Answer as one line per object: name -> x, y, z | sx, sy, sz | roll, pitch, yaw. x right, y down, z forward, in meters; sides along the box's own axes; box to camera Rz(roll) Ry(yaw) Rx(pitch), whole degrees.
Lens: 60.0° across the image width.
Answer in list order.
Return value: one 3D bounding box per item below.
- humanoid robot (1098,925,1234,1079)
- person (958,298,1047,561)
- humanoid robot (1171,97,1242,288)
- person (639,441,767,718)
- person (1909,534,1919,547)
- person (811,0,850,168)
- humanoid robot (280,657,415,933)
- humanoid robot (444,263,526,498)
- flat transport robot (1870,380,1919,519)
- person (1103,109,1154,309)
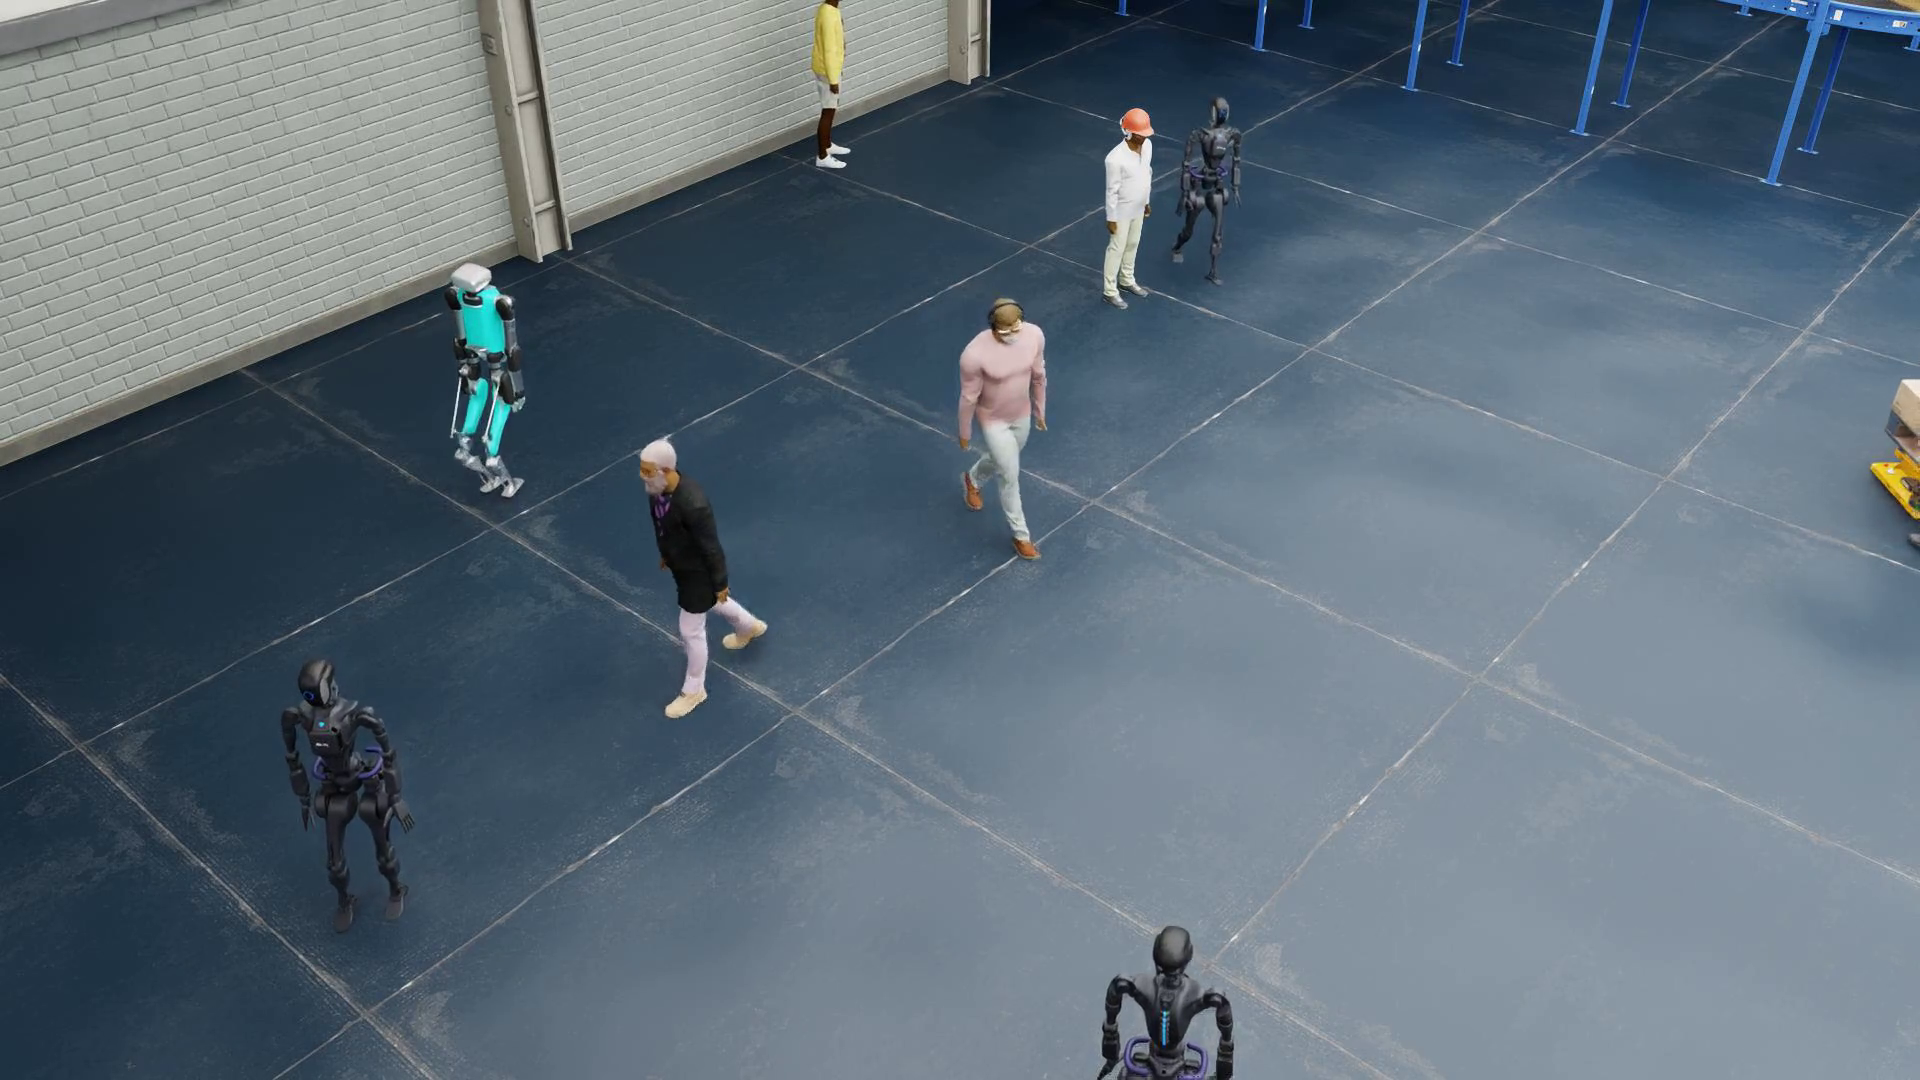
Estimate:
humanoid robot -> 0.882, 2.228, 7.057 | 0.589, 1.634, 0.630 | 7, 36, 10
person -> 0.255, -0.844, 11.184 | 0.637, 1.888, 0.938 | -22, 41, -27
humanoid robot -> 2.155, -3.087, 14.555 | 0.601, 1.632, 0.775 | -11, 37, -14
person -> -1.523, 0.124, 9.887 | 0.840, 1.820, 0.573 | -27, 43, -32
person -> 6.933, -0.675, 11.001 | 0.766, 1.827, 0.411 | 7, 36, 10
person -> -1.281, -4.668, 16.556 | 0.381, 1.887, 0.559 | 1, 35, 1
humanoid robot -> -3.055, 1.296, 8.350 | 0.584, 1.655, 0.402 | 0, 35, 0
humanoid robot -> -3.334, -1.000, 11.492 | 0.539, 1.763, 0.664 | 14, 38, 19
flat transport robot -> 7.421, -0.408, 11.960 | 1.431, 0.231, 0.659 | -1, 35, -2
person -> 1.442, -2.812, 14.065 | 0.351, 1.743, 0.566 | 26, 43, 31
